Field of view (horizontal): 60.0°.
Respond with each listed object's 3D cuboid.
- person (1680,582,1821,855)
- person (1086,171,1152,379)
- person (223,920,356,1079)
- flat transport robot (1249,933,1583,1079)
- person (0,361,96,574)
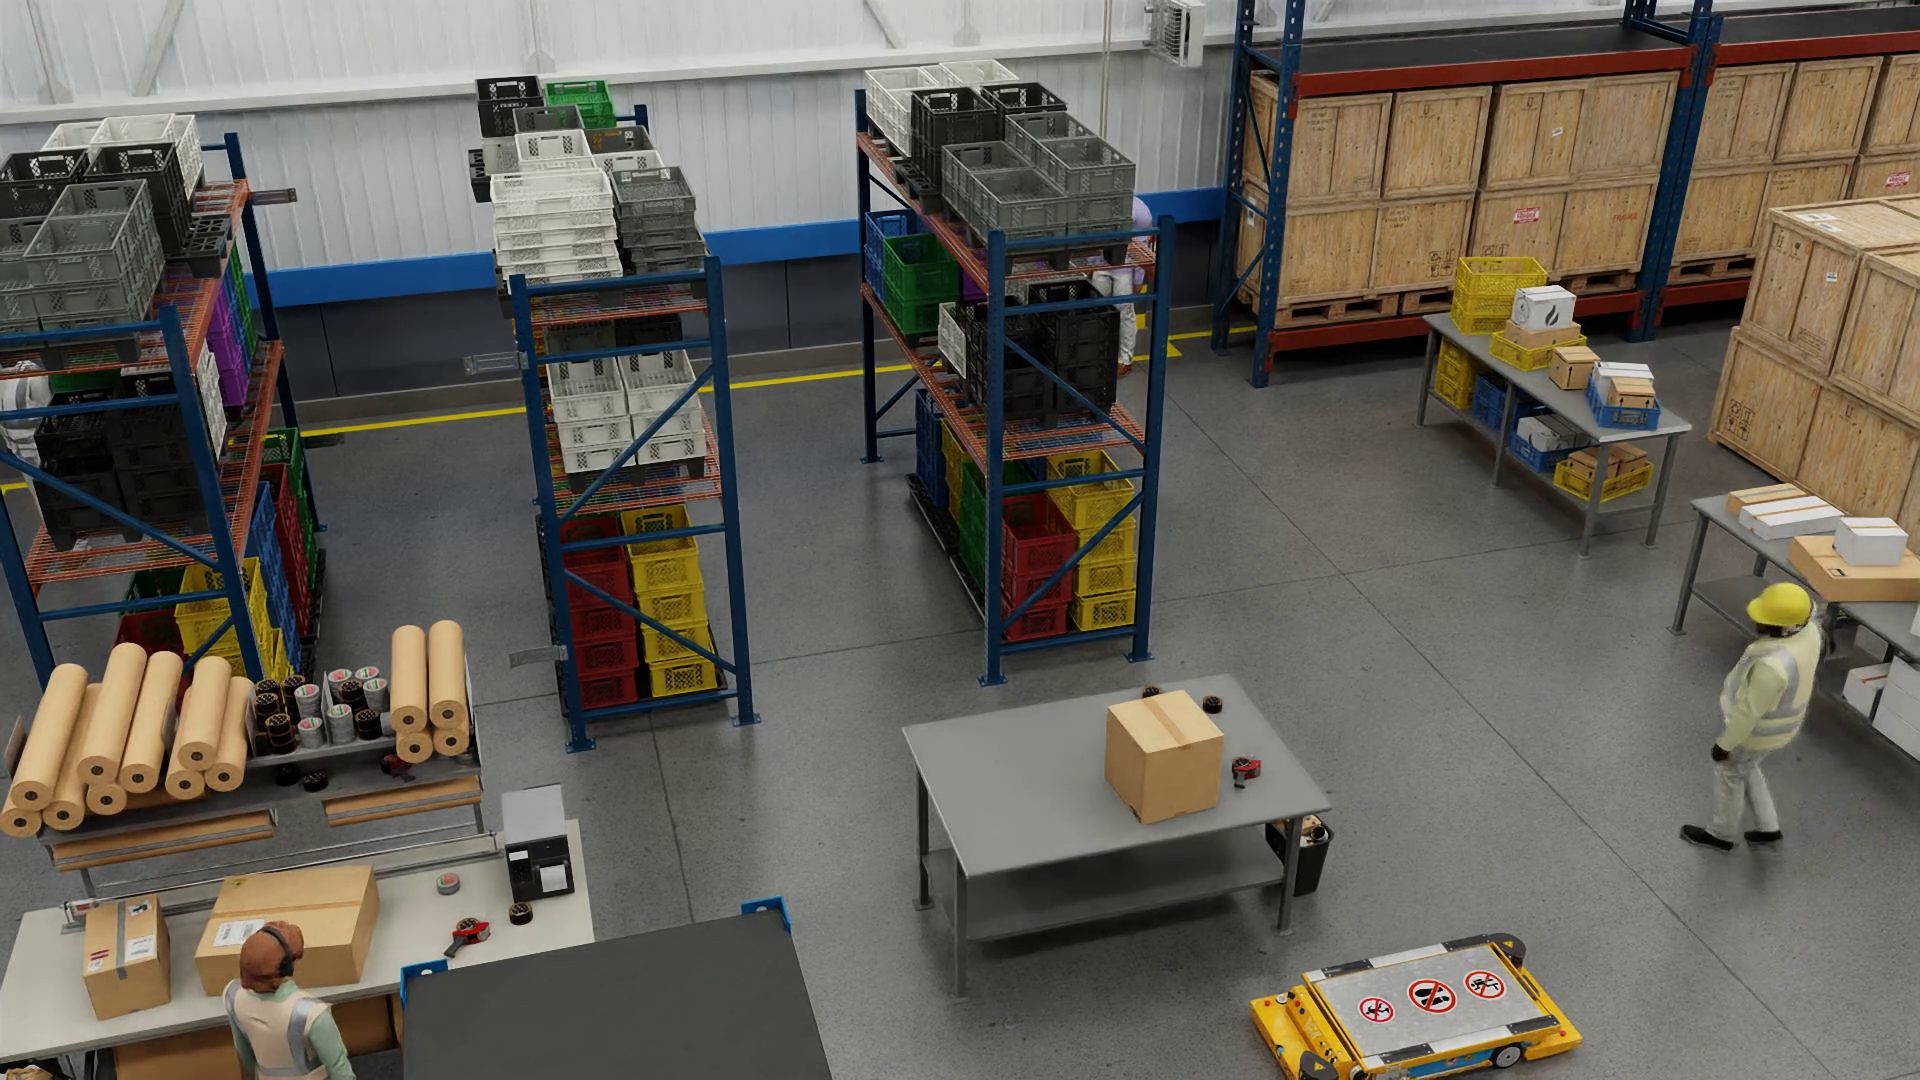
[{"bbox_3d":[4.240,0.967,8.806,0.623,1.793,0.476,-26,38,-38],"label":"person"},{"bbox_3d":[1.391,-2.394,14.782,0.625,1.933,0.375,23,36,35],"label":"person"},{"bbox_3d":[-2.637,2.216,6.688,0.513,1.640,0.309,9,30,16],"label":"person"},{"bbox_3d":[2.184,2.282,7.980,1.431,0.197,0.652,-8,30,-14],"label":"flat transport robot"},{"bbox_3d":[-6.496,-0.651,11.656,0.582,1.882,0.351,15,32,26],"label":"person"}]
